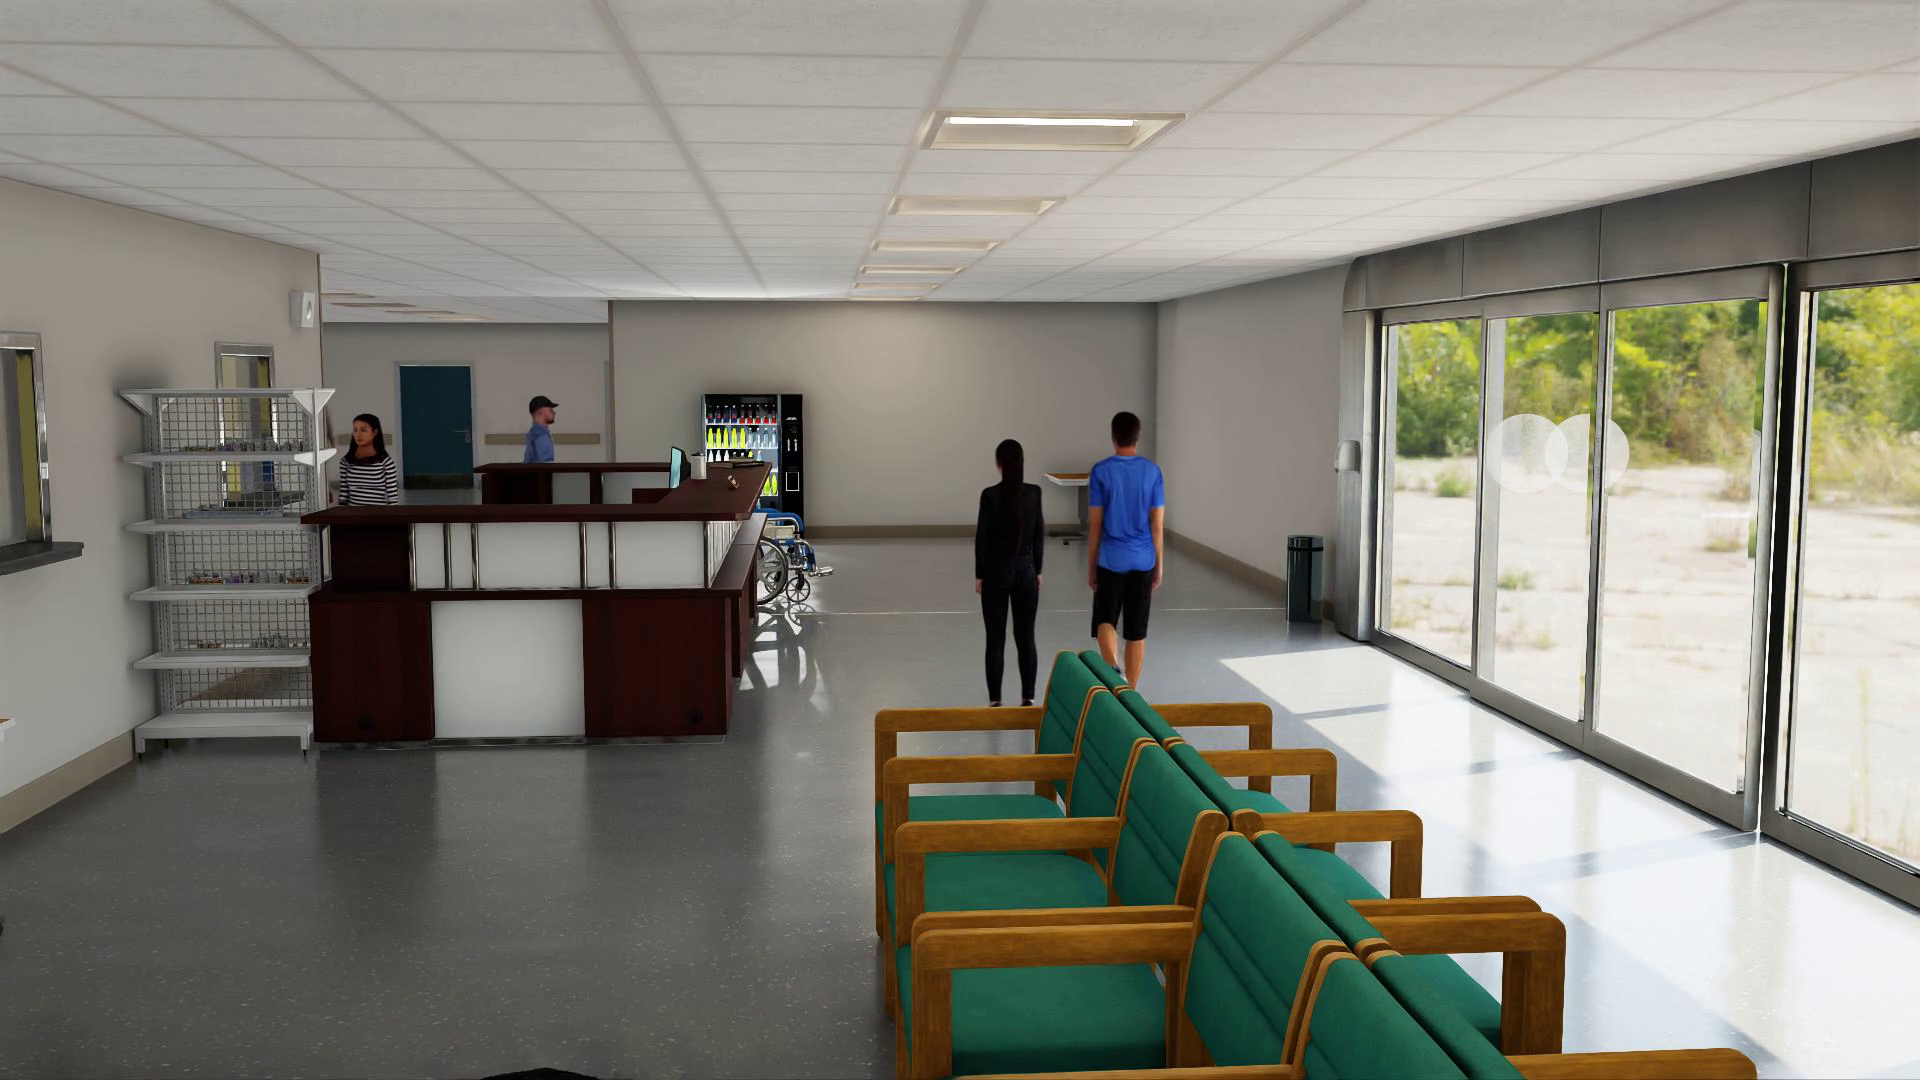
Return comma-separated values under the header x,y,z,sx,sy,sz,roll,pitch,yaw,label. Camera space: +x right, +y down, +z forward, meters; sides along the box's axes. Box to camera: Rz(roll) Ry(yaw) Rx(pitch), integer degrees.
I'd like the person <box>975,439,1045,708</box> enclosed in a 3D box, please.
x,y,z,sx,sy,sz,roll,pitch,yaw,label
0.302,0.251,9.843,0.481,1.713,0.667,-2,6,-15,person

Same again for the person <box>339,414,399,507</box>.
x,y,z,sx,sy,sz,roll,pitch,yaw,label
-4.396,-0.047,12.396,0.473,1.796,0.663,0,6,2,person

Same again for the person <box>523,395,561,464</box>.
x,y,z,sx,sy,sz,roll,pitch,yaw,label
-4.011,-0.382,15.465,1.143,1.847,0.782,-2,6,-15,person

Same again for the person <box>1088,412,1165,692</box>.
x,y,z,sx,sy,sz,roll,pitch,yaw,label
0.996,0.176,9.914,0.859,1.849,0.705,0,6,0,person
